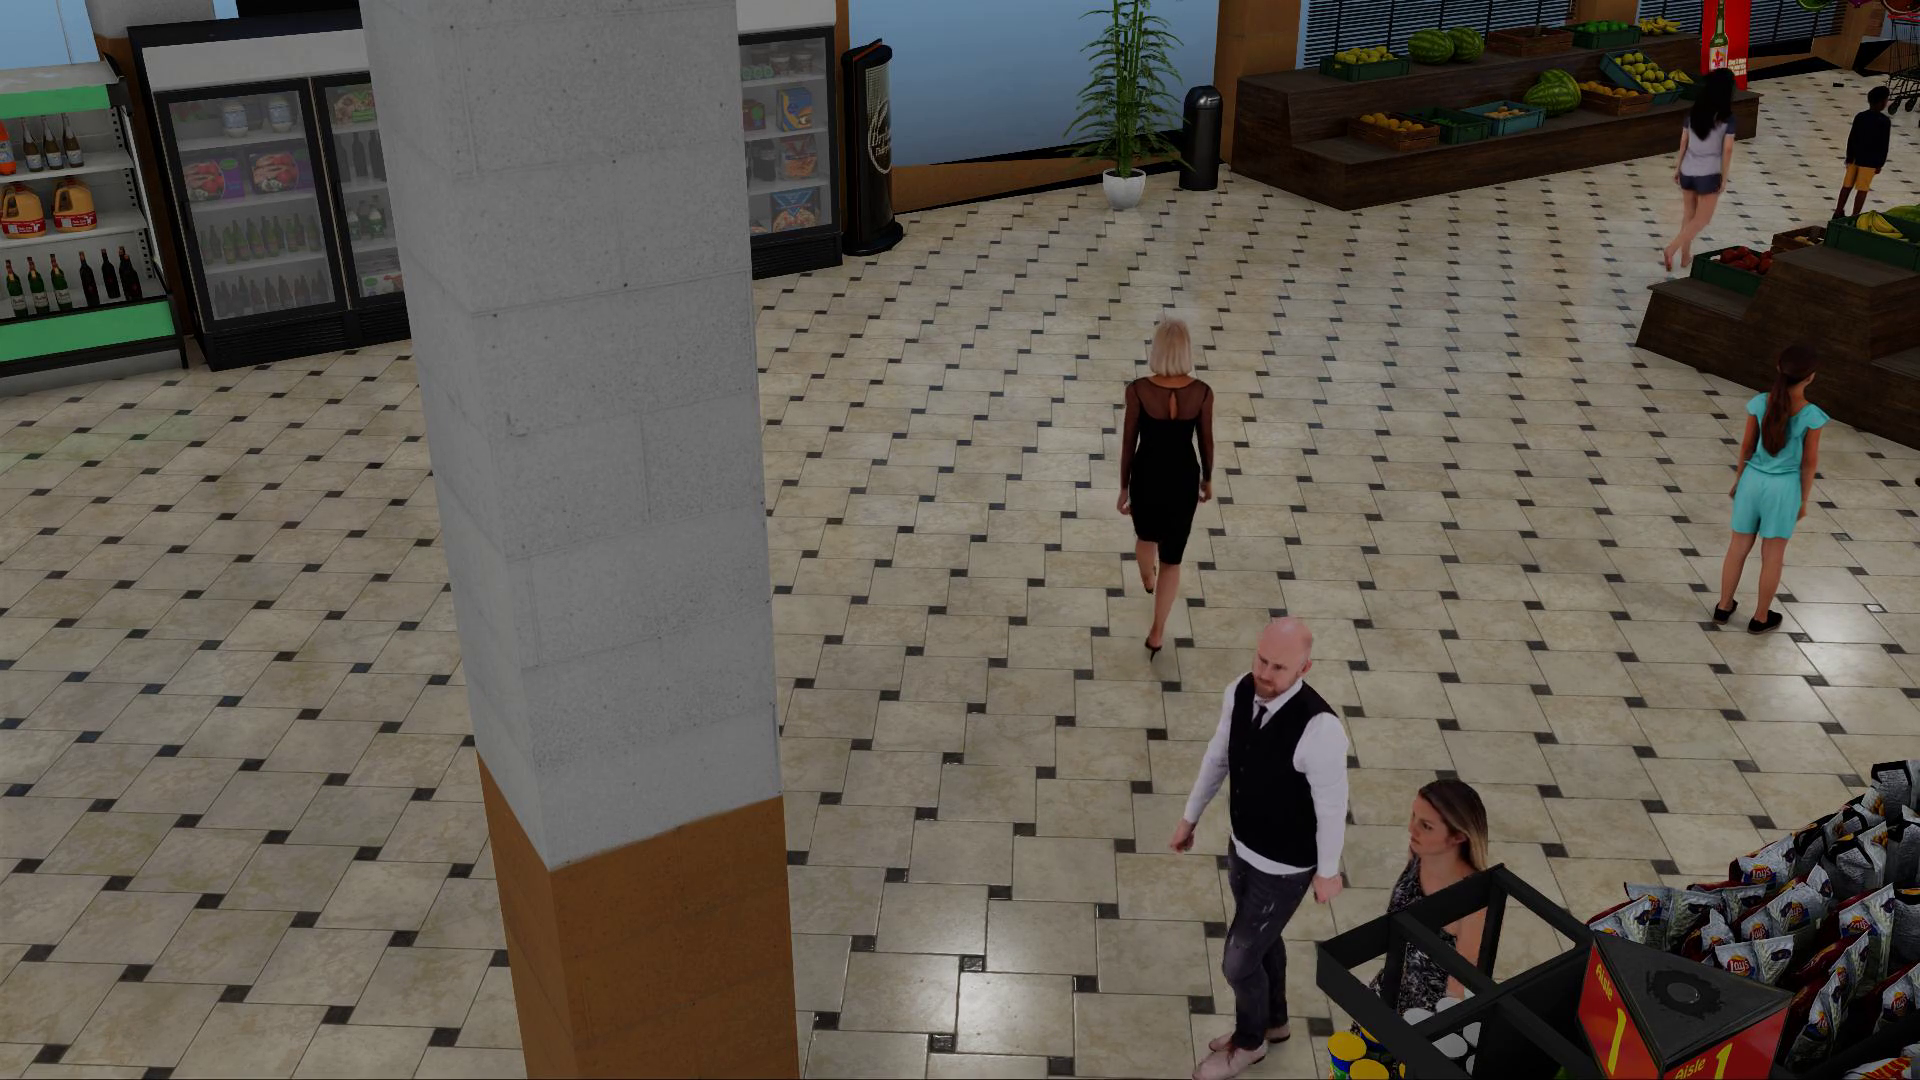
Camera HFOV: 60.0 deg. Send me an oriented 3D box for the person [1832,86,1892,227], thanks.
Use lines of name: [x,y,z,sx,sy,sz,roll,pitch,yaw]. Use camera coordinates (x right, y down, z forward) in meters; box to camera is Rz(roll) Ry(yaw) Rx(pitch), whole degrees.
person: [8.237,-3.493,15.153,0.509,1.269,0.494,-15,30,-26]

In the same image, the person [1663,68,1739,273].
person: [6.081,-3.005,13.735,0.980,1.682,0.687,-21,33,-35]

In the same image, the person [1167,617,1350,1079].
person: [1.120,1.039,5.615,0.728,1.812,0.738,-10,29,-19]

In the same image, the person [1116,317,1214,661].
person: [1.004,-0.202,8.191,1.087,1.697,1.084,4,27,7]

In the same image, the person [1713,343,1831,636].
person: [4.124,-0.263,8.464,0.611,1.557,0.602,-24,35,-39]

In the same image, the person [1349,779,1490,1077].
person: [1.509,1.450,4.984,1.205,1.651,0.677,-10,29,-19]
